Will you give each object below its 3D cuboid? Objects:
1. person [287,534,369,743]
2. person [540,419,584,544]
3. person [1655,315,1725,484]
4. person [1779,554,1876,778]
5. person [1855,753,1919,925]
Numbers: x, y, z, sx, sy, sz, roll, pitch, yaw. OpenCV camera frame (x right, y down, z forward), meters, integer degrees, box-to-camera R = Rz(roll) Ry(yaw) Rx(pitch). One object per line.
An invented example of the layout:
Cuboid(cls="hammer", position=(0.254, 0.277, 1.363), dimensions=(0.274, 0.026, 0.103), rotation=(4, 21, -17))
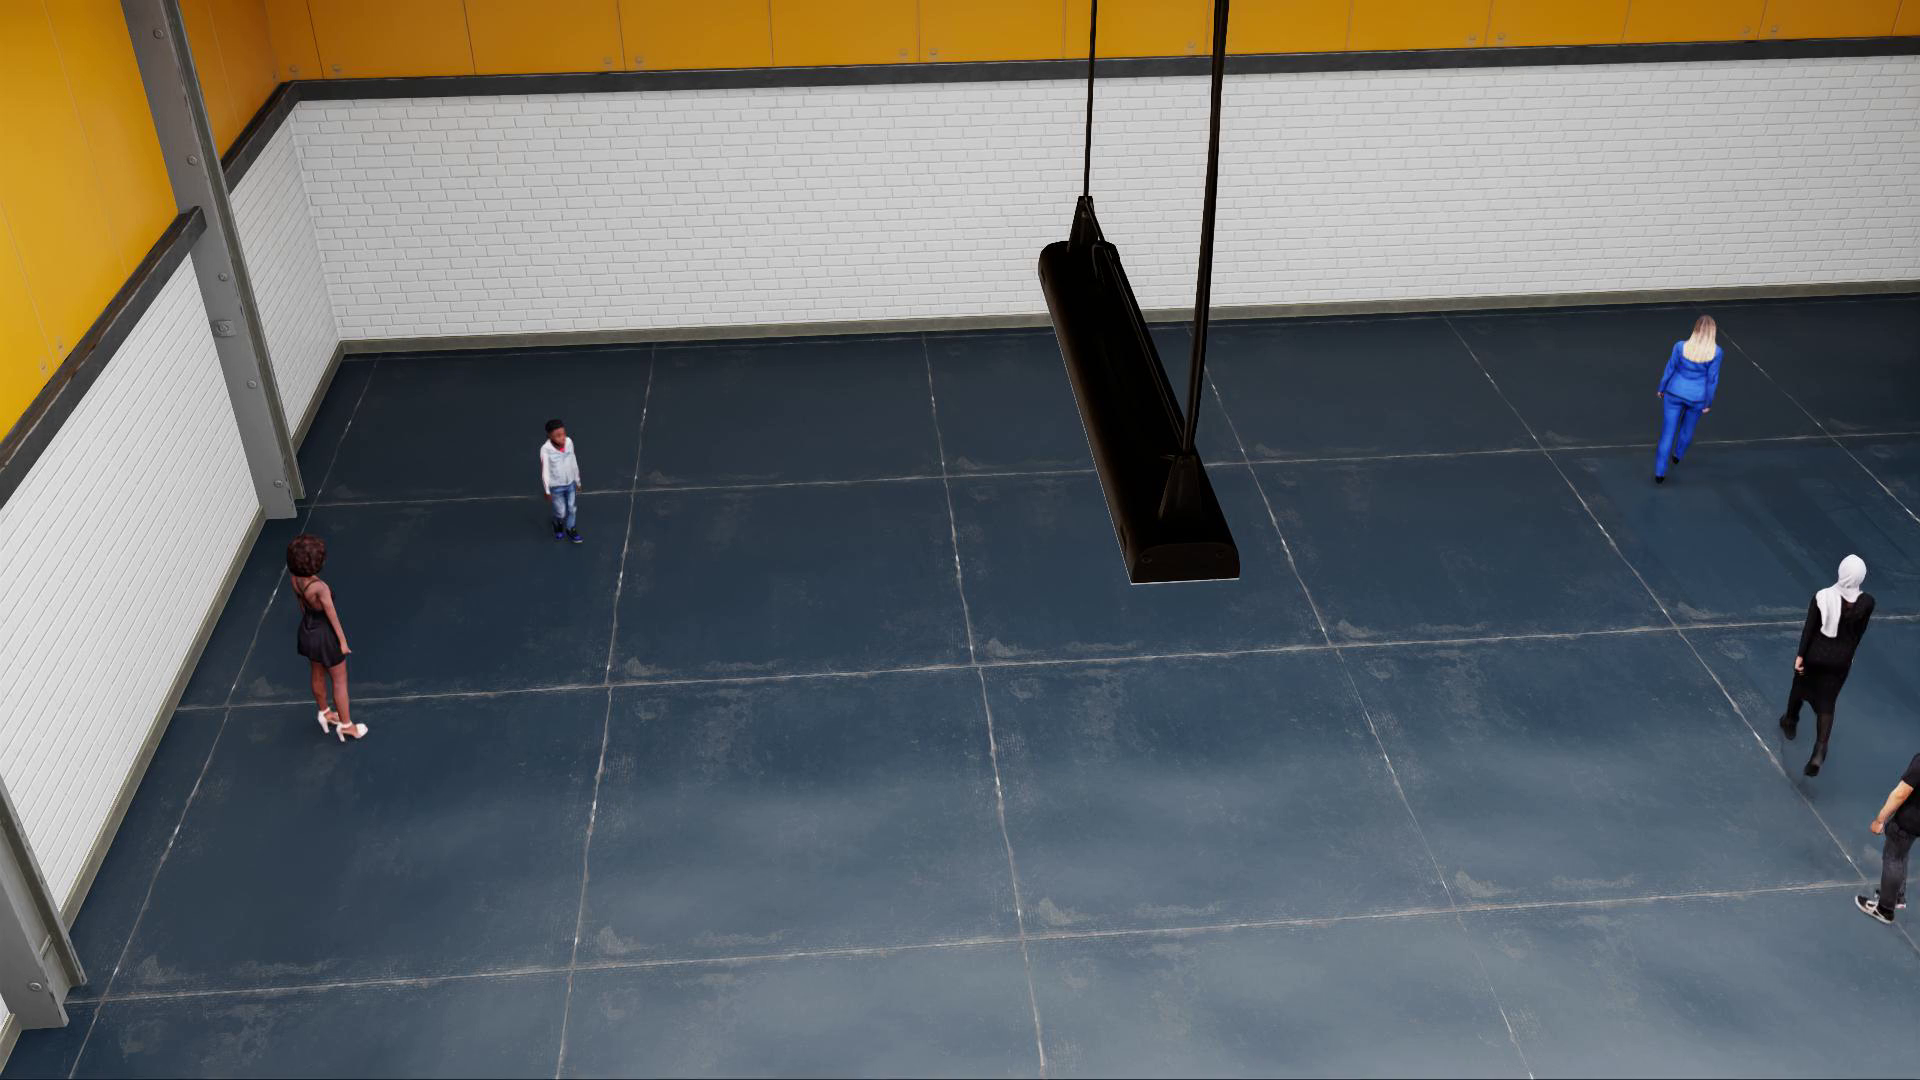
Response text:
Cuboid(cls="person", position=(-4.806, 0.751, 12.509), dimensions=(0.668, 1.783, 0.722), rotation=(20, 39, 28))
Cuboid(cls="person", position=(-3.612, -0.549, 14.945), dimensions=(0.603, 1.252, 0.658), rotation=(-24, 41, -32))
Cuboid(cls="person", position=(6.825, -1.295, 15.690), dimensions=(0.939, 1.668, 1.089), rotation=(15, 36, 21))
Cuboid(cls="person", position=(6.404, 0.939, 12.251), dimensions=(0.860, 1.755, 1.171), rotation=(8, 34, 12))
Cuboid(cls="person", position=(6.325, 1.827, 10.854), dimensions=(0.734, 1.821, 0.715), rotation=(-13, 36, -19))
